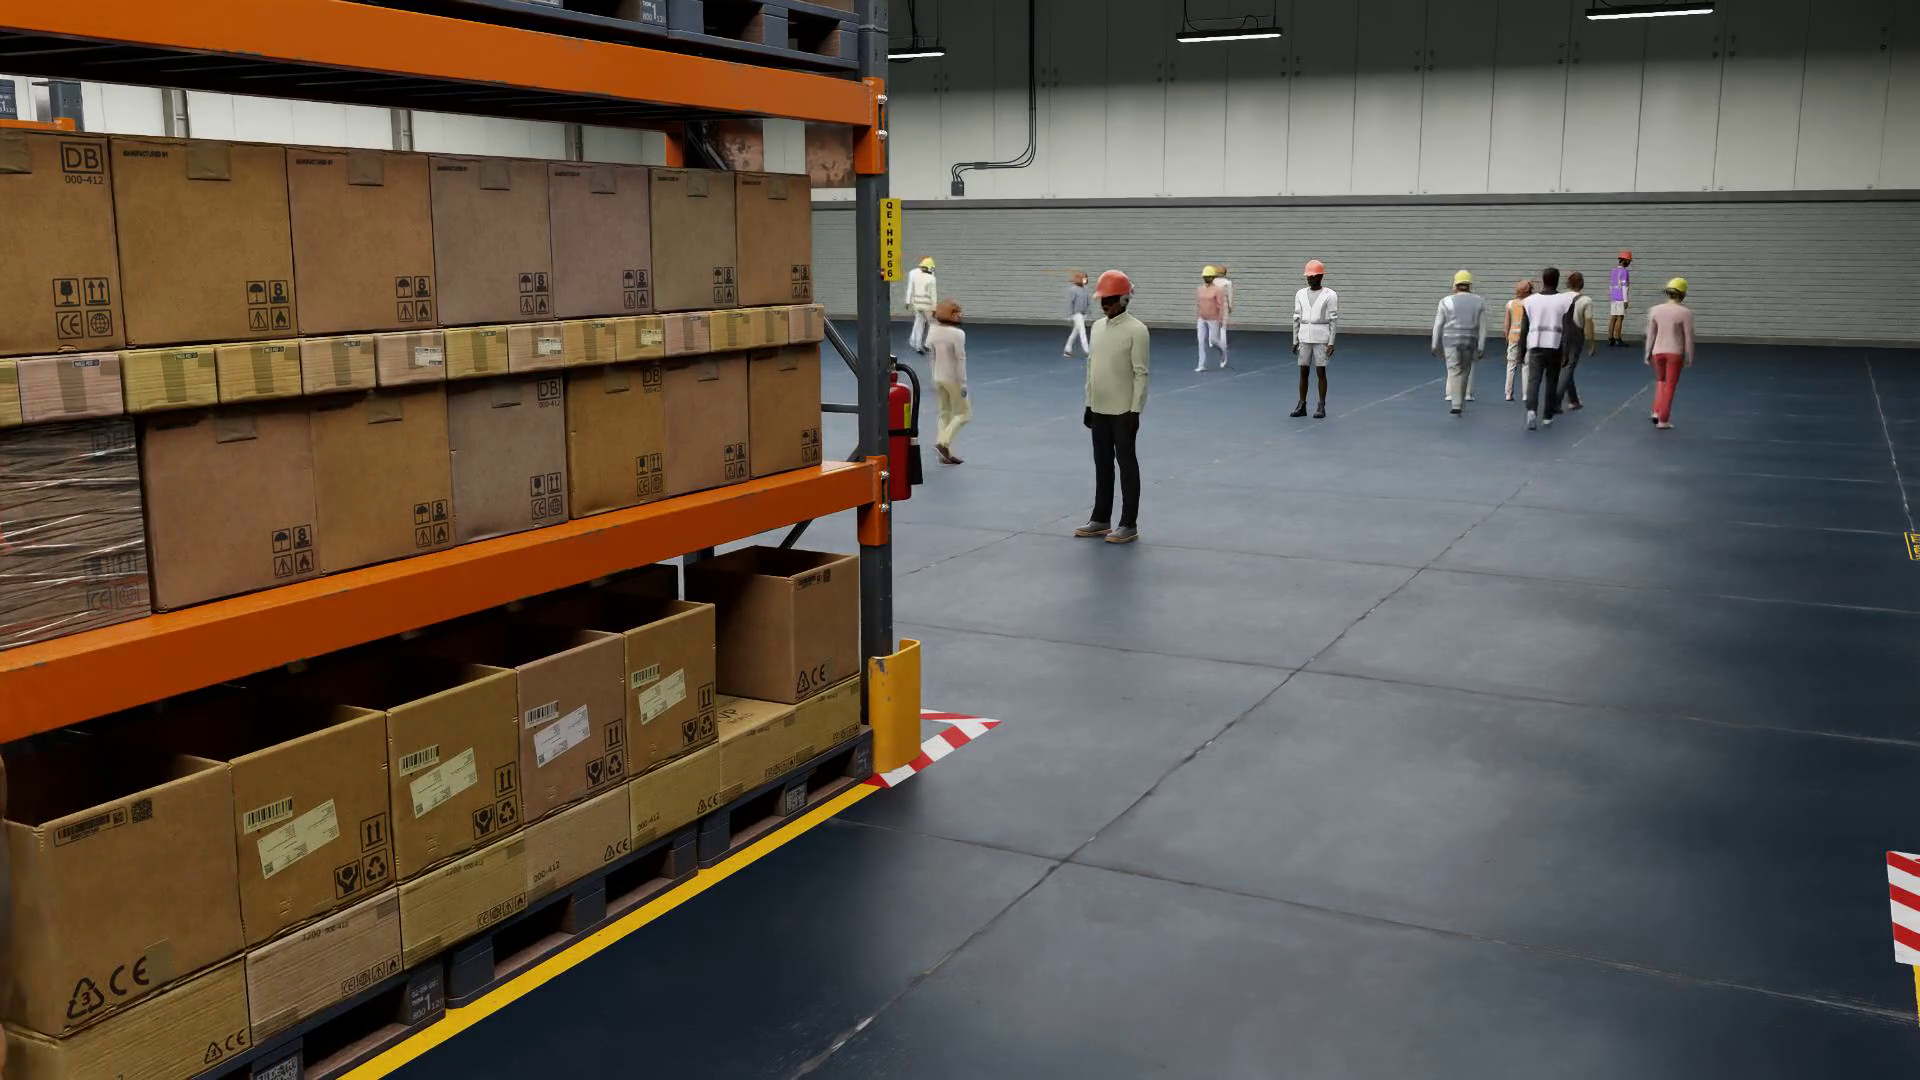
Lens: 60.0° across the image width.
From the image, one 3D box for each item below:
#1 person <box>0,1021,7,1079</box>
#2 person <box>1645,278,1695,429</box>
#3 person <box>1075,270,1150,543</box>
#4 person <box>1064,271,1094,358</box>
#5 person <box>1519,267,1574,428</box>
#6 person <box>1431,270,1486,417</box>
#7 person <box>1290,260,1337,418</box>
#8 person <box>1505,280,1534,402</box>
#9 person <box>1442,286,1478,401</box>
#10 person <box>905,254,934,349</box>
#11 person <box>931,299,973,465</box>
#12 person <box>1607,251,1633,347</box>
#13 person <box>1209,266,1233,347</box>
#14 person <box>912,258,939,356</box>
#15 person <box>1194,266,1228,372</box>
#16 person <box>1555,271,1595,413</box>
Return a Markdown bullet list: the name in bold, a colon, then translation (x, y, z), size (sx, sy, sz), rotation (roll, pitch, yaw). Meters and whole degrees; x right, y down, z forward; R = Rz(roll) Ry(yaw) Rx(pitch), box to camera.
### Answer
- **person**: translation (-1.684, 0.851, 2.456), size (0.544, 1.919, 0.575), rotation (5, 12, 26)
- **person**: translation (8.260, -2.160, 19.302), size (0.445, 1.749, 0.553), rotation (-8, 13, -36)
- **person**: translation (1.124, -0.982, 12.232), size (0.385, 1.992, 0.612), rotation (-8, 13, -37)
- **person**: translation (2.203, -4.127, 30.478), size (0.850, 1.587, 0.514), rotation (10, 14, 42)
- **person**: translation (6.858, -2.256, 19.519), size (0.599, 1.879, 0.974), rotation (5, 12, 27)
- **person**: translation (6.205, -2.458, 20.793), size (0.615, 1.790, 0.871), rotation (0, 10, 0)
- **person**: translation (4.341, -2.462, 20.450), size (0.551, 1.934, 0.373), rotation (7, 12, 33)
- **person**: translation (7.594, -2.684, 22.462), size (0.514, 1.645, 0.307), rotation (10, 14, 43)
- **person**: translation (6.787, -2.691, 22.505), size (0.513, 1.642, 0.311), rotation (3, 11, 16)
- **person**: translation (-0.759, -4.699, 32.862), size (0.641, 1.858, 0.412), rotation (-8, 13, -36)
- **person**: translation (-0.092, -1.522, 16.157), size (0.361, 1.621, 0.517), rotation (-8, 13, -36)
- **person**: translation (13.306, -4.845, 33.476), size (0.374, 1.928, 0.543), rotation (-1, 10, -6)
- **person**: translation (5.206, -4.669, 33.330), size (0.509, 1.629, 0.316), rotation (5, 11, 25)
- **person**: translation (-0.637, -4.331, 30.978), size (0.628, 1.807, 0.459), rotation (9, 14, 41)
- **person**: translation (4.160, -3.663, 27.529), size (0.528, 1.748, 0.678), rotation (9, 14, 41)
- **person**: translation (7.759, -2.511, 21.117), size (0.982, 1.798, 0.531), rotation (-10, 14, -44)
